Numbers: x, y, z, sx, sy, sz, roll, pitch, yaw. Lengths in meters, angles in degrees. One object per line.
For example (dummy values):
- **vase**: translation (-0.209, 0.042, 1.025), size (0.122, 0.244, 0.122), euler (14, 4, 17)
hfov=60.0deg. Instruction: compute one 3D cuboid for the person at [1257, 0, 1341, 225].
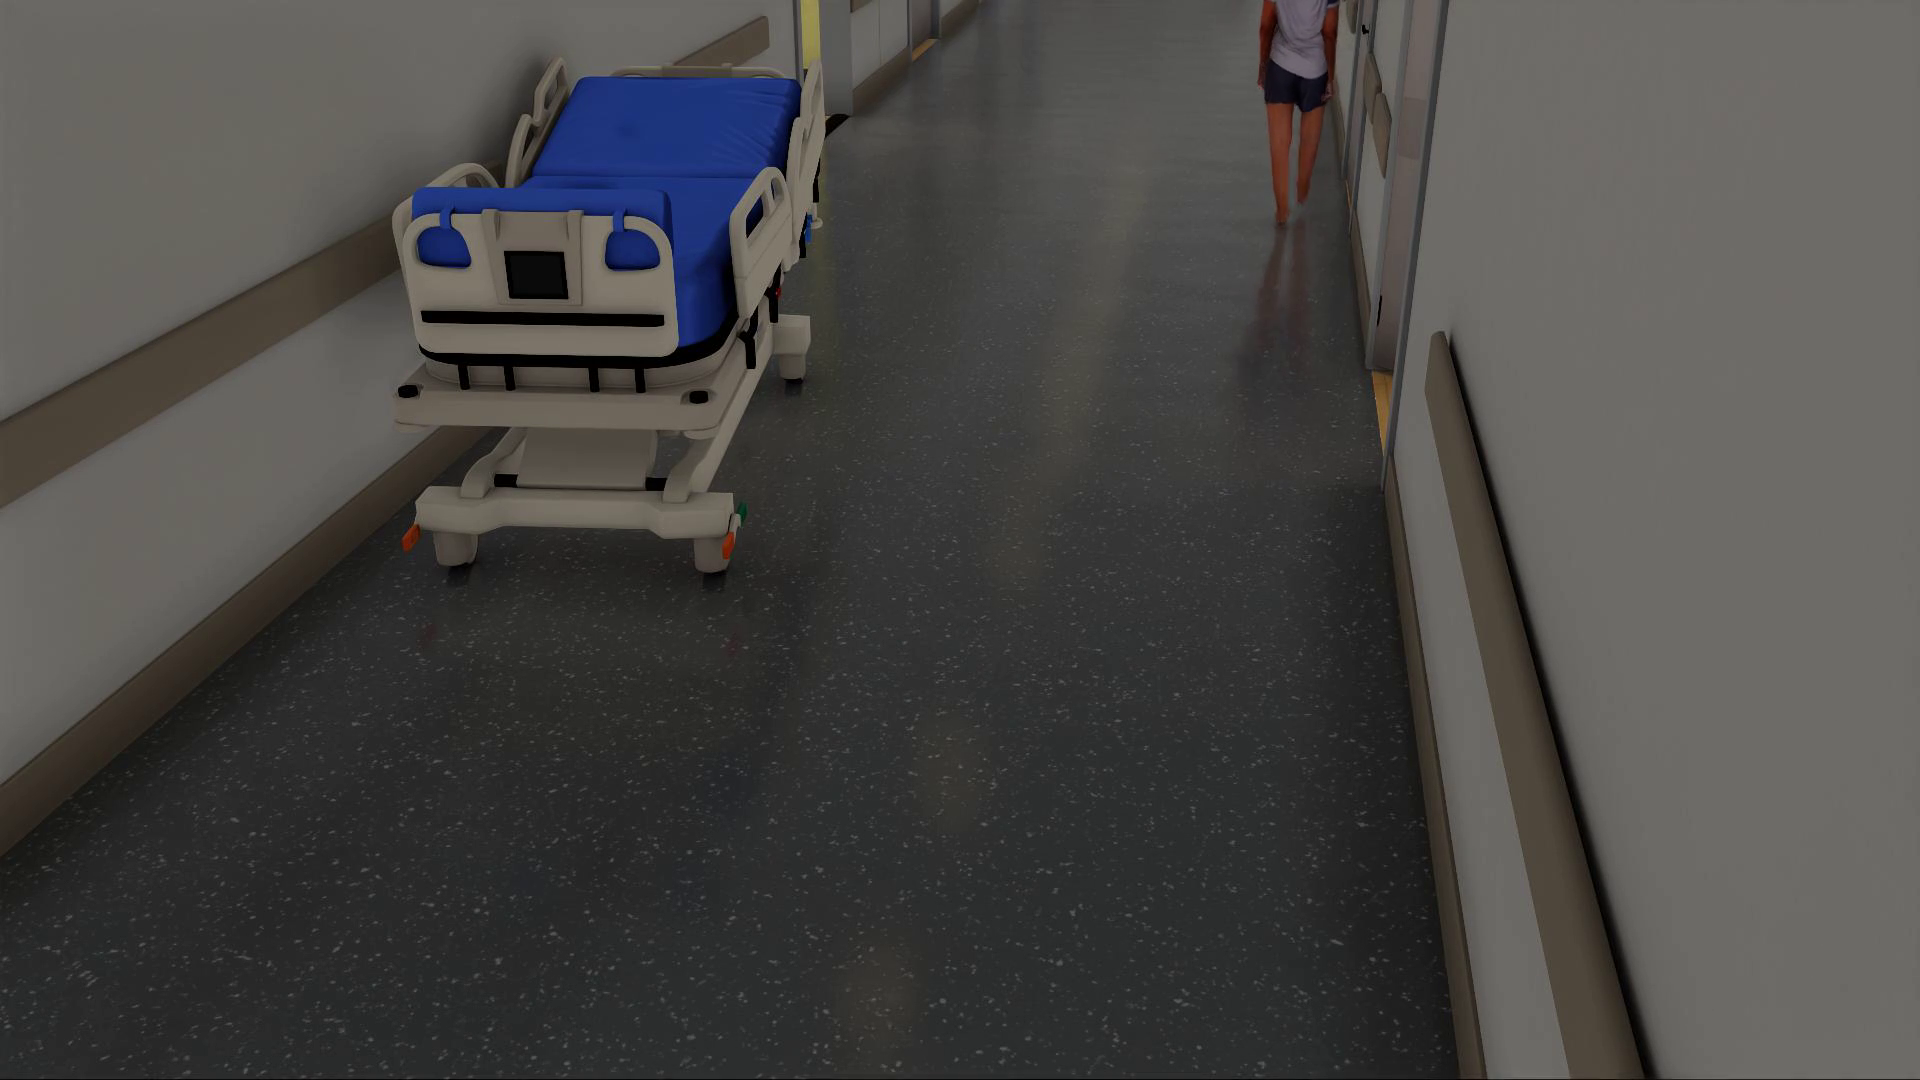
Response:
- **person**: translation (1.847, -2.515, 9.081), size (0.811, 1.595, 0.639), euler (4, 26, 9)
